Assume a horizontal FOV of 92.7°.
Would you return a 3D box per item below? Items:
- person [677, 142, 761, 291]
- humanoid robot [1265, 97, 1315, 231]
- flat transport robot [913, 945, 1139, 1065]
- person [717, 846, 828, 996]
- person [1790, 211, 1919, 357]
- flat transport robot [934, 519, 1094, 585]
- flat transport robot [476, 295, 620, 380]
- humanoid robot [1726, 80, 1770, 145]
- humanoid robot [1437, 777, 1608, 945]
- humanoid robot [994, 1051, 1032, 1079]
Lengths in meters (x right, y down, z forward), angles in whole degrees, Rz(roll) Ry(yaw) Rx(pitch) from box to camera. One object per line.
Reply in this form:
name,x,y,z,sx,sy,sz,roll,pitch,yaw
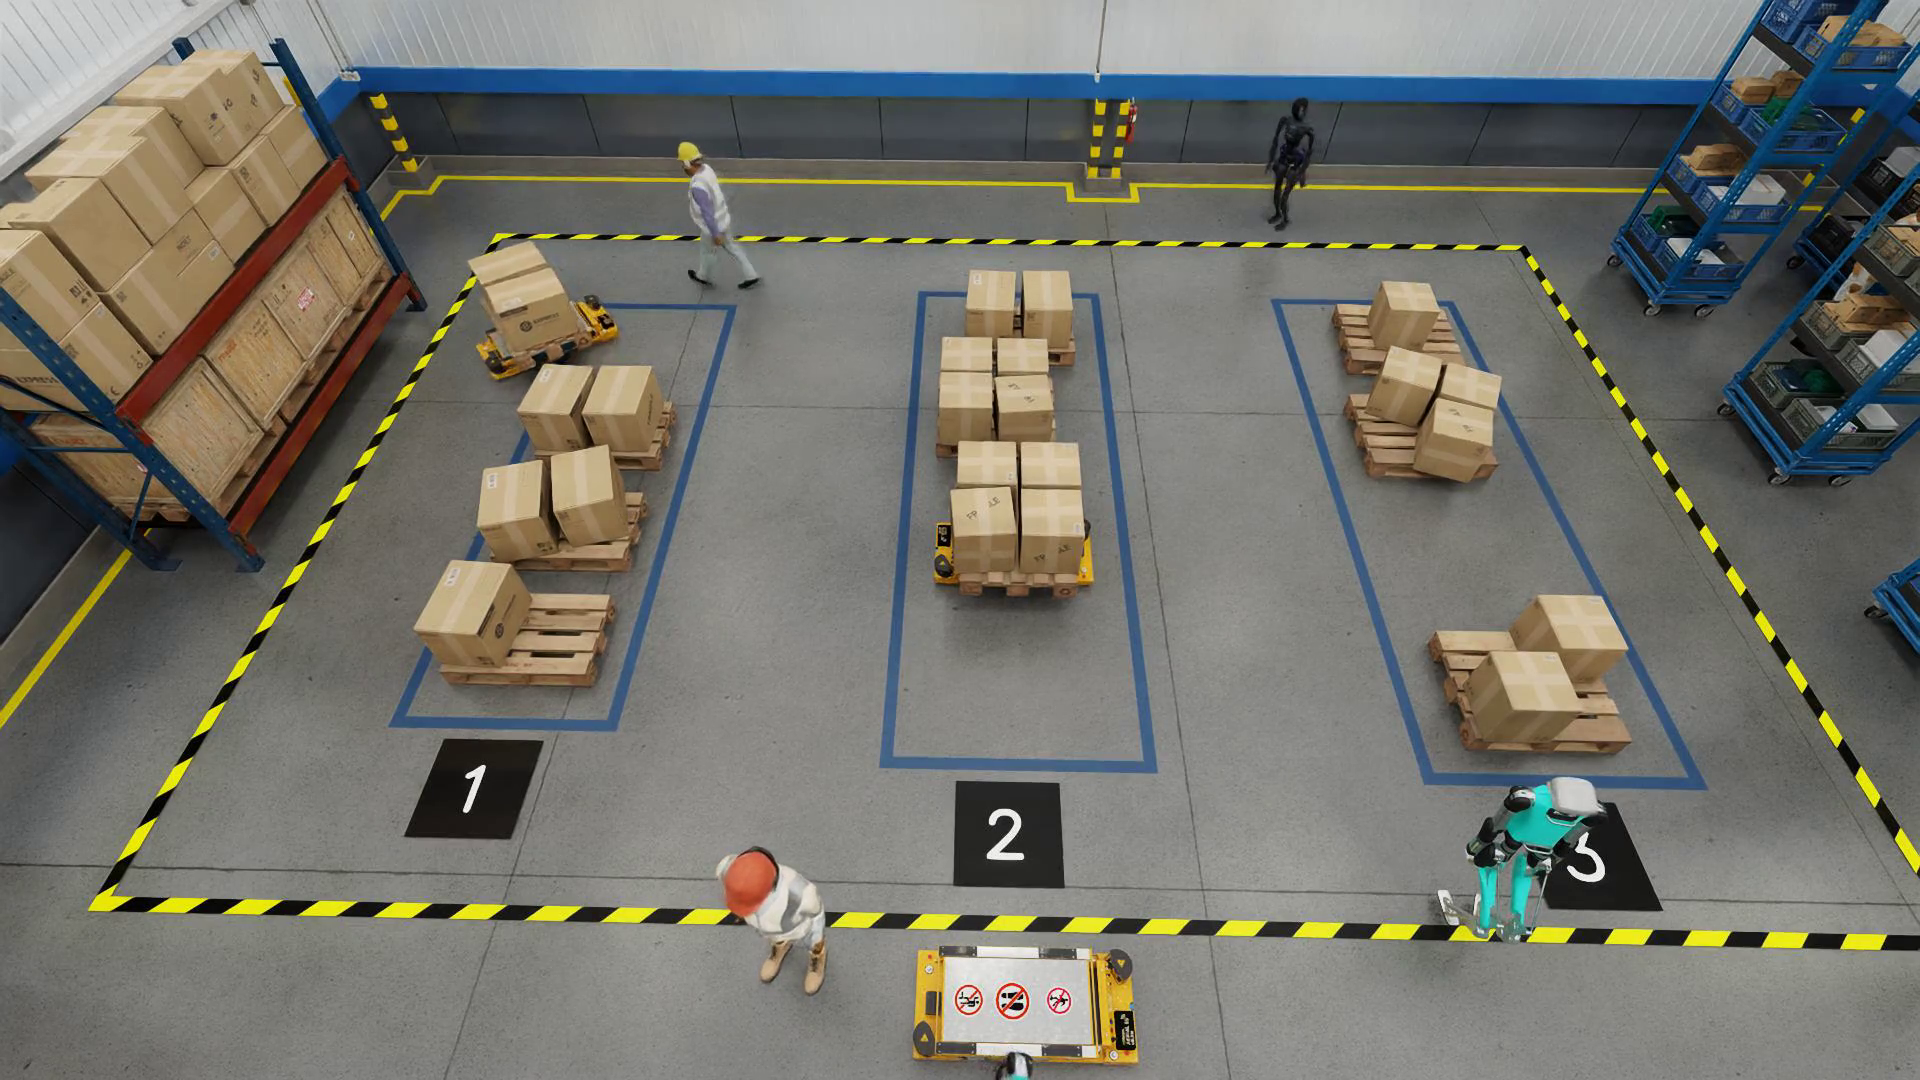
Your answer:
person,-2.833,-3.658,10.495,0.893,1.774,0.603,4,51,3
humanoid robot,4.117,-4.678,11.394,0.380,1.637,0.595,-35,59,-25
flat transport robot,0.422,3.041,6.007,1.431,0.231,0.659,1,51,1
person,-1.088,2.293,5.481,0.607,2.031,0.405,14,52,11
person,9.693,-2.834,9.719,0.542,1.939,0.361,-25,55,-19
flat transport robot,0.490,0.087,8.397,1.431,0.197,0.652,1,51,1
flat transport robot,-4.672,-2.312,10.353,1.431,0.197,0.652,-28,56,-21
humanoid robot,9.929,-5.051,11.716,0.442,1.650,0.589,34,59,25
humanoid robot,3.481,2.127,5.716,0.533,1.681,0.735,10,51,8
humanoid robot,0.033,3.187,4.986,0.704,1.860,0.531,5,51,4
